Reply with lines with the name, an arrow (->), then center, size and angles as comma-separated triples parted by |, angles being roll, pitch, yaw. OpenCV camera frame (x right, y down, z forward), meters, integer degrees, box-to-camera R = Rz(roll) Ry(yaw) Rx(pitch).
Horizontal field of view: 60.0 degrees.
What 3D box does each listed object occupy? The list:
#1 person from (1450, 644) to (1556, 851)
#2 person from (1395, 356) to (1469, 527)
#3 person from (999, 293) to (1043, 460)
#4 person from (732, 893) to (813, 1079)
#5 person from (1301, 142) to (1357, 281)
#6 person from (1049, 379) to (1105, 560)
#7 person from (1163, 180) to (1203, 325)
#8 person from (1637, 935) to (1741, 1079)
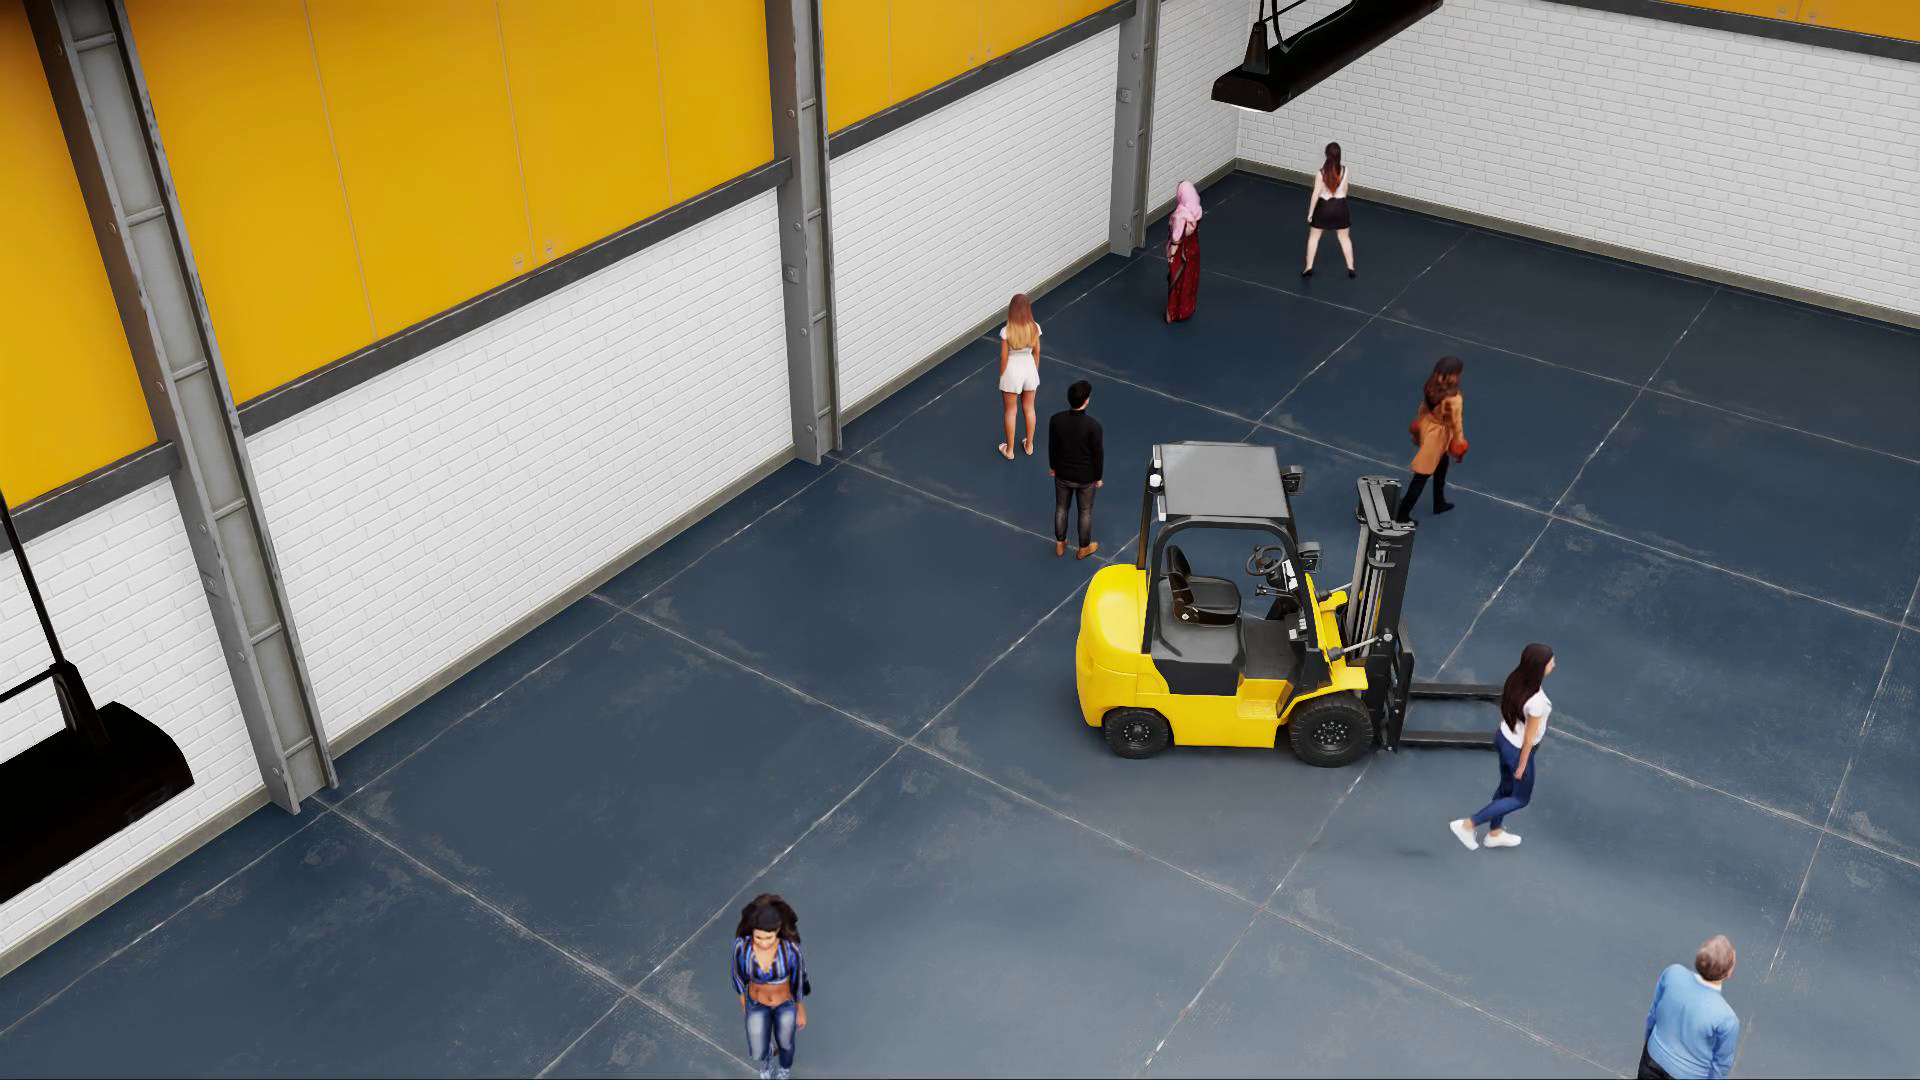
person -> 3.686, 1.435, 11.306 | 0.894, 1.761, 0.851 | -2, 34, -4
person -> 4.136, -0.837, 14.784 | 1.081, 1.696, 0.998 | -10, 35, -14
person -> 0.565, -1.567, 15.880 | 0.656, 1.697, 0.730 | -10, 35, -15
person -> -1.078, 2.626, 9.649 | 0.743, 1.611, 0.789 | -1, 34, -2
person -> 4.255, -3.793, 19.287 | 0.912, 1.633, 0.955 | -4, 34, -6
person -> 1.005, -0.613, 14.422 | 0.690, 1.723, 0.610 | 13, 36, 19
person -> 2.482, -3.198, 18.389 | 0.754, 1.636, 0.581 | 28, 42, 35
person -> 3.956, 2.842, 9.133 | 0.723, 1.823, 0.738 | -17, 37, -24
